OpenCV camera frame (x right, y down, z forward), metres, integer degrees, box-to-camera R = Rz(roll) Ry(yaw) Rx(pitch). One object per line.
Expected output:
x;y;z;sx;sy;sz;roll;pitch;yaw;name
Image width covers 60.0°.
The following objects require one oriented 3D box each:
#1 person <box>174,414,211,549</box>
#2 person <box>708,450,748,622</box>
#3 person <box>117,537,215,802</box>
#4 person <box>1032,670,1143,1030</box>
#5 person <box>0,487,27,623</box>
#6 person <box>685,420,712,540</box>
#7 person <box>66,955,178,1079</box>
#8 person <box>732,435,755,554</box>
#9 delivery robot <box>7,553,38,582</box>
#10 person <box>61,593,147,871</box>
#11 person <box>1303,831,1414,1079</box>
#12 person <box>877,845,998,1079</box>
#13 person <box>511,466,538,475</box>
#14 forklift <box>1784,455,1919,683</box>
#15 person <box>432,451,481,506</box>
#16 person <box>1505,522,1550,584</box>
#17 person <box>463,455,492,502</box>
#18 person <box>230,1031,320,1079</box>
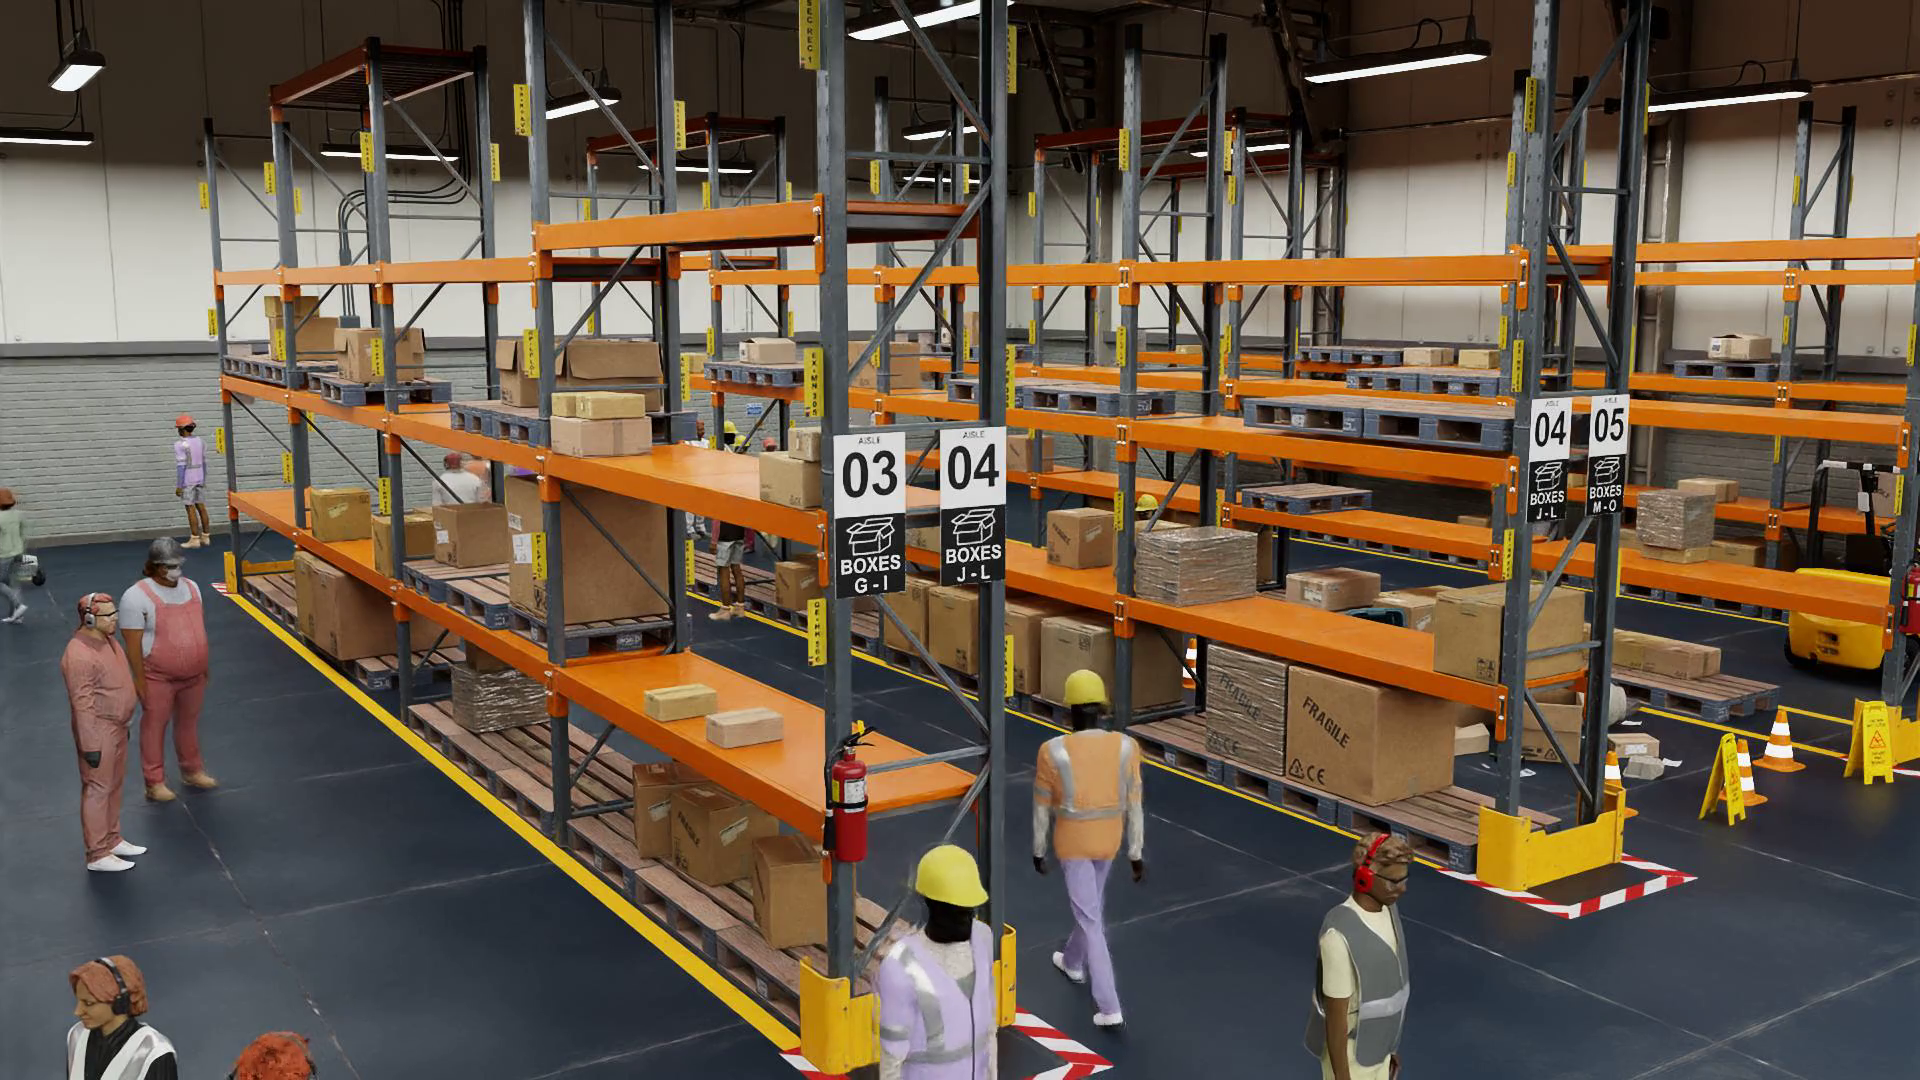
-11.705;-0.888;25.267;0.396;2.042;0.611;2;9;14;person
-2.752;-0.047;19.741;0.406;2.029;0.608;5;10;30;person
-6.077;0.976;12.863;0.536;2.000;0.688;4;9;25;person
0.691;1.640;9.020;0.587;1.881;1.025;-3;9;-20;person
-11.144;0.191;19.481;0.386;1.622;0.506;2;9;14;person
-4.131;-0.951;26.217;0.356;1.883;0.573;6;10;33;person
-2.909;2.235;5.809;0.522;1.639;0.309;4;9;25;person
-3.241;-0.679;24.787;0.308;1.772;0.525;-6;10;-33;person
-12.524;0.305;21.944;0.707;0.478;0.477;4;10;27;delivery robot
-5.781;1.291;11.254;0.402;1.901;0.647;-1;9;-9;person
1.561;2.029;6.522;0.390;1.838;0.563;5;10;32;person
-0.109;2.039;6.272;0.852;1.902;0.593;7;11;39;person
-6.137;-0.541;23.743;0.643;1.812;0.612;2;9;16;person
9.643;0.253;17.172;2.313;2.155;1.214;-6;10;-33;forklift
-6.430;-0.191;21.190;0.665;1.875;0.846;-5;10;-31;person
7.344;-0.151;21.182;0.903;1.799;0.583;6;10;34;person
-7.199;-0.643;25.076;0.521;1.612;0.744;0;9;3;person
-1.936;2.293;4.660;0.619;1.866;0.464;0;9;0;person
